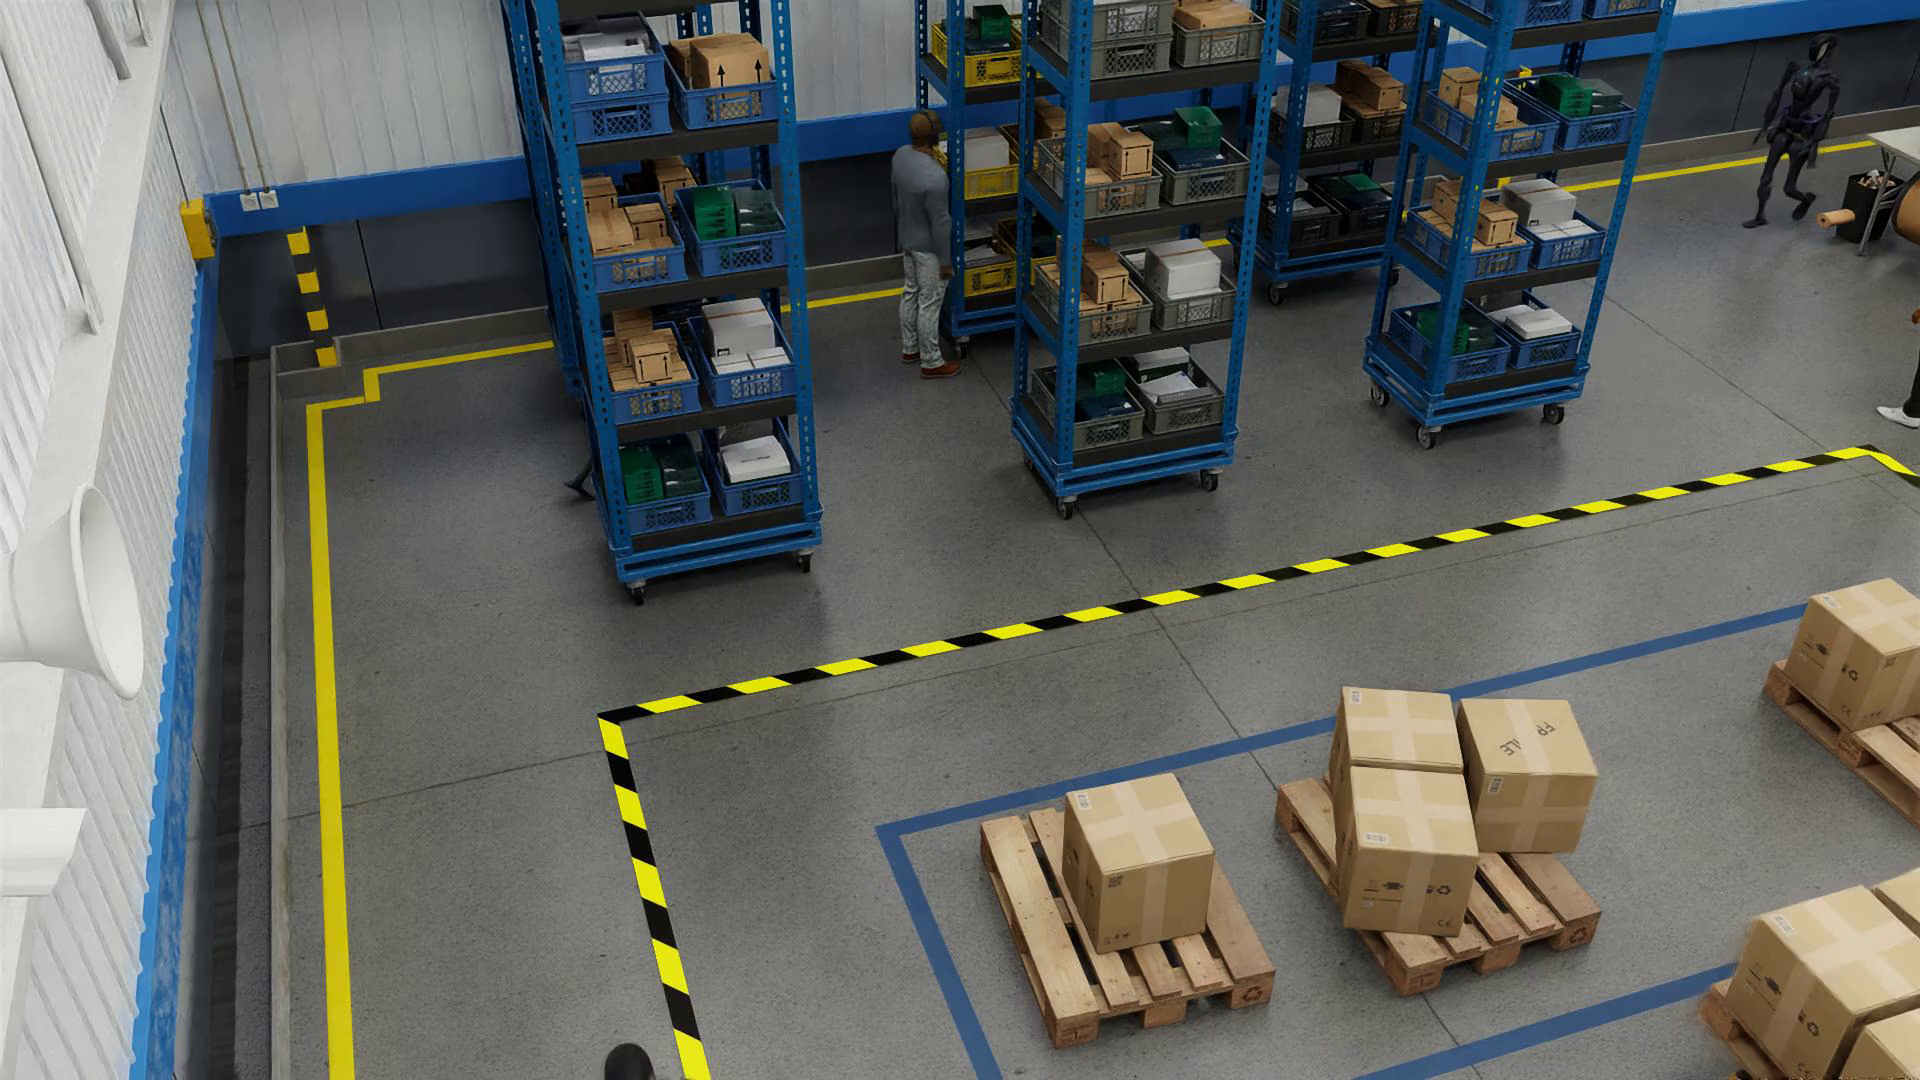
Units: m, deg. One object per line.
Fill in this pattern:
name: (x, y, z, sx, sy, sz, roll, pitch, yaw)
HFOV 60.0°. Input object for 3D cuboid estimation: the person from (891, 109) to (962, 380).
person: (-0.235, -2.038, 11.496, 0.359, 1.937, 0.636, -18, 39, -24)

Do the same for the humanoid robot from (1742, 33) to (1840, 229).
humanoid robot: (6.867, -3.349, 13.591, 0.579, 1.632, 0.600, -17, 39, -22)

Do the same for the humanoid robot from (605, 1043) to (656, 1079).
humanoid robot: (-1.076, 2.234, 5.712, 0.613, 1.646, 0.745, -18, 39, -23)

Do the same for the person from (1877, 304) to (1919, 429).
person: (6.545, -1.602, 10.957, 0.587, 1.848, 0.398, -13, 37, -17)

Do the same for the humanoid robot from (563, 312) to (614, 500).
humanoid robot: (-2.154, -0.961, 10.247, 0.742, 1.650, 0.589, -18, 39, -23)
